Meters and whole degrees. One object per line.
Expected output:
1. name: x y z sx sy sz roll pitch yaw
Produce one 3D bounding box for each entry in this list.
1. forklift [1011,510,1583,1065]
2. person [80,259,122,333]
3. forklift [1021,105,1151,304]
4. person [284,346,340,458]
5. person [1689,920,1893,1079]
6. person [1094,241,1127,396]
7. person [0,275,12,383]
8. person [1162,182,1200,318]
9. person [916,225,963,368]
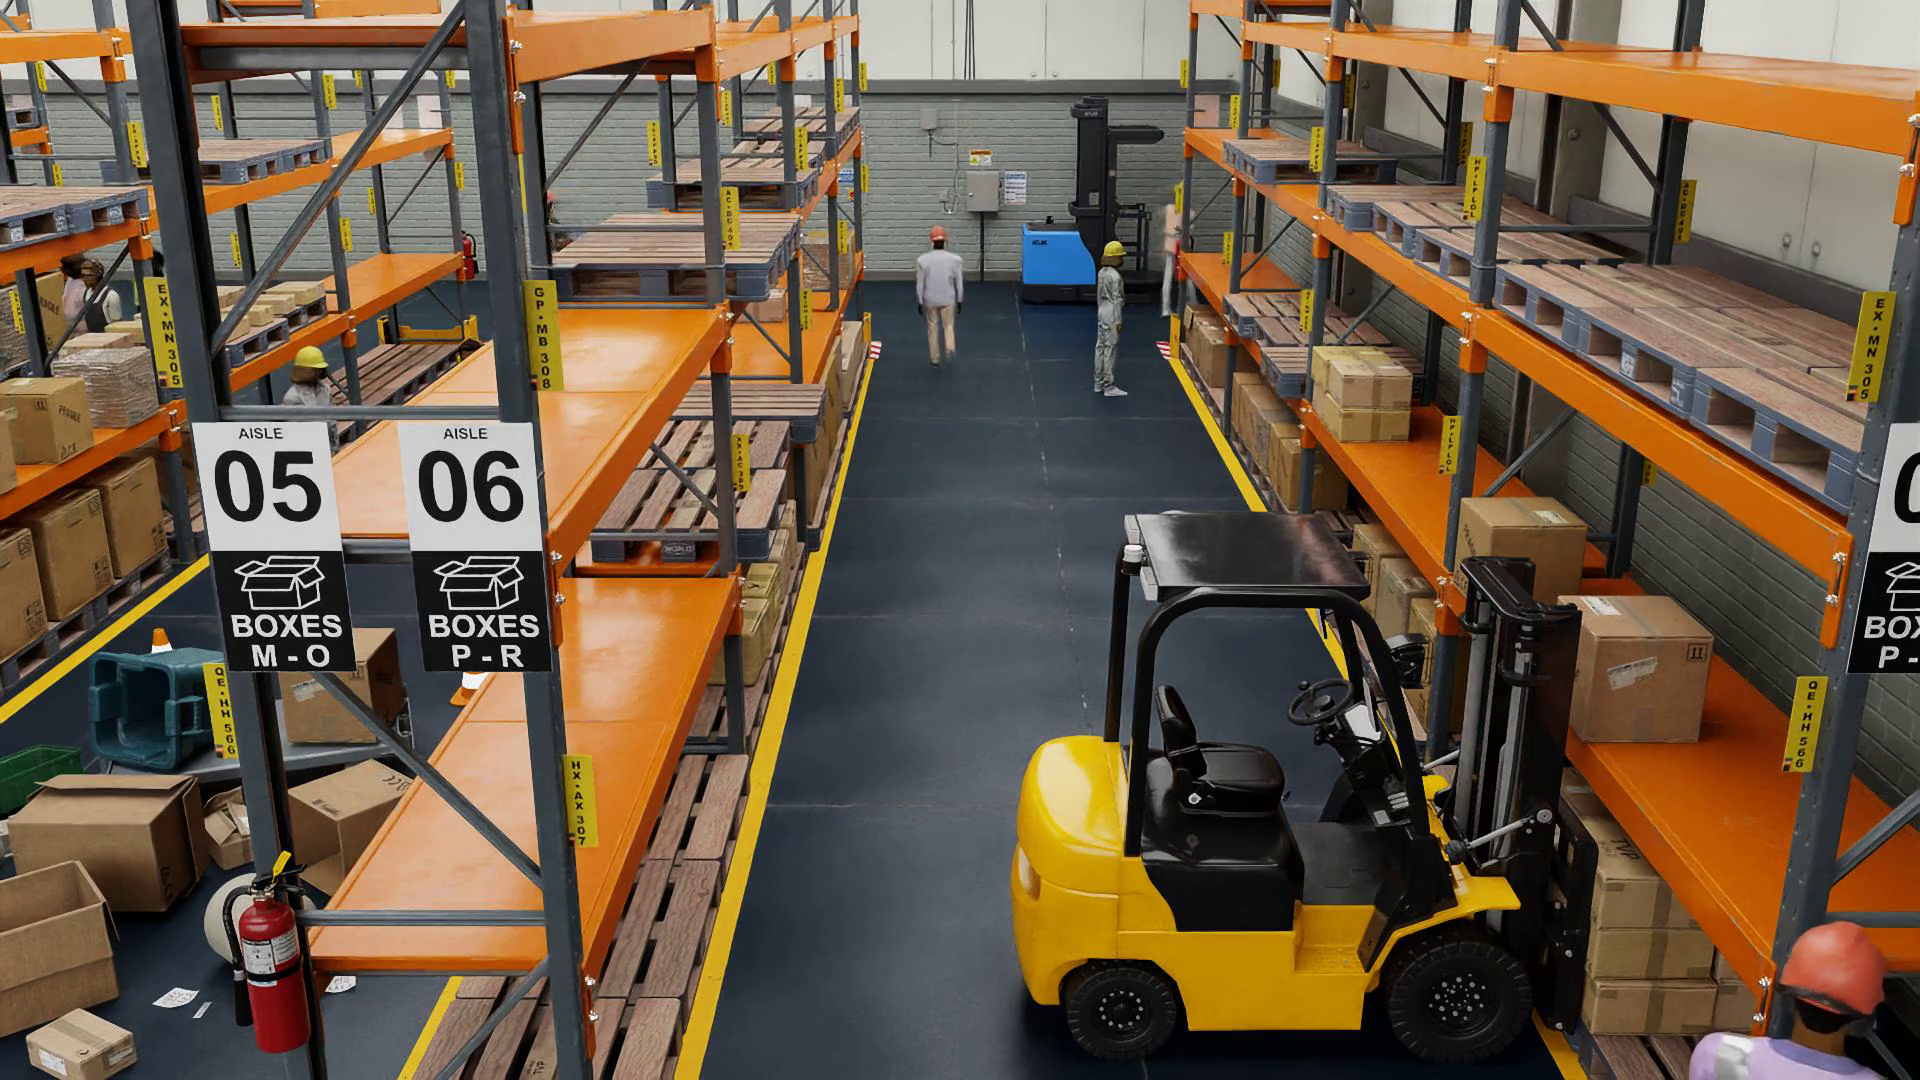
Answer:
1. forklift: 1.387 1.055 7.378 2.313 2.155 1.214 0 18 0
2. person: -8.762 -1.972 17.103 0.502 1.837 0.345 10 21 28
3. forklift: 1.857 -4.944 24.441 1.873 2.768 1.129 0 18 0
4. person: -5.179 -0.708 13.433 0.320 1.737 0.487 8 20 22
5. person: 2.339 2.008 4.735 0.607 2.043 0.390 12 22 31
6. person: 1.722 -2.515 18.879 0.296 1.745 0.484 -7 19 -19
7. person: -9.927 -1.952 16.932 0.541 1.900 0.666 -14 23 -36
8. person: 3.160 -4.104 23.456 0.584 1.878 0.909 16 24 40
9. person: -0.243 -2.910 20.076 0.570 1.738 0.561 -2 18 -6
